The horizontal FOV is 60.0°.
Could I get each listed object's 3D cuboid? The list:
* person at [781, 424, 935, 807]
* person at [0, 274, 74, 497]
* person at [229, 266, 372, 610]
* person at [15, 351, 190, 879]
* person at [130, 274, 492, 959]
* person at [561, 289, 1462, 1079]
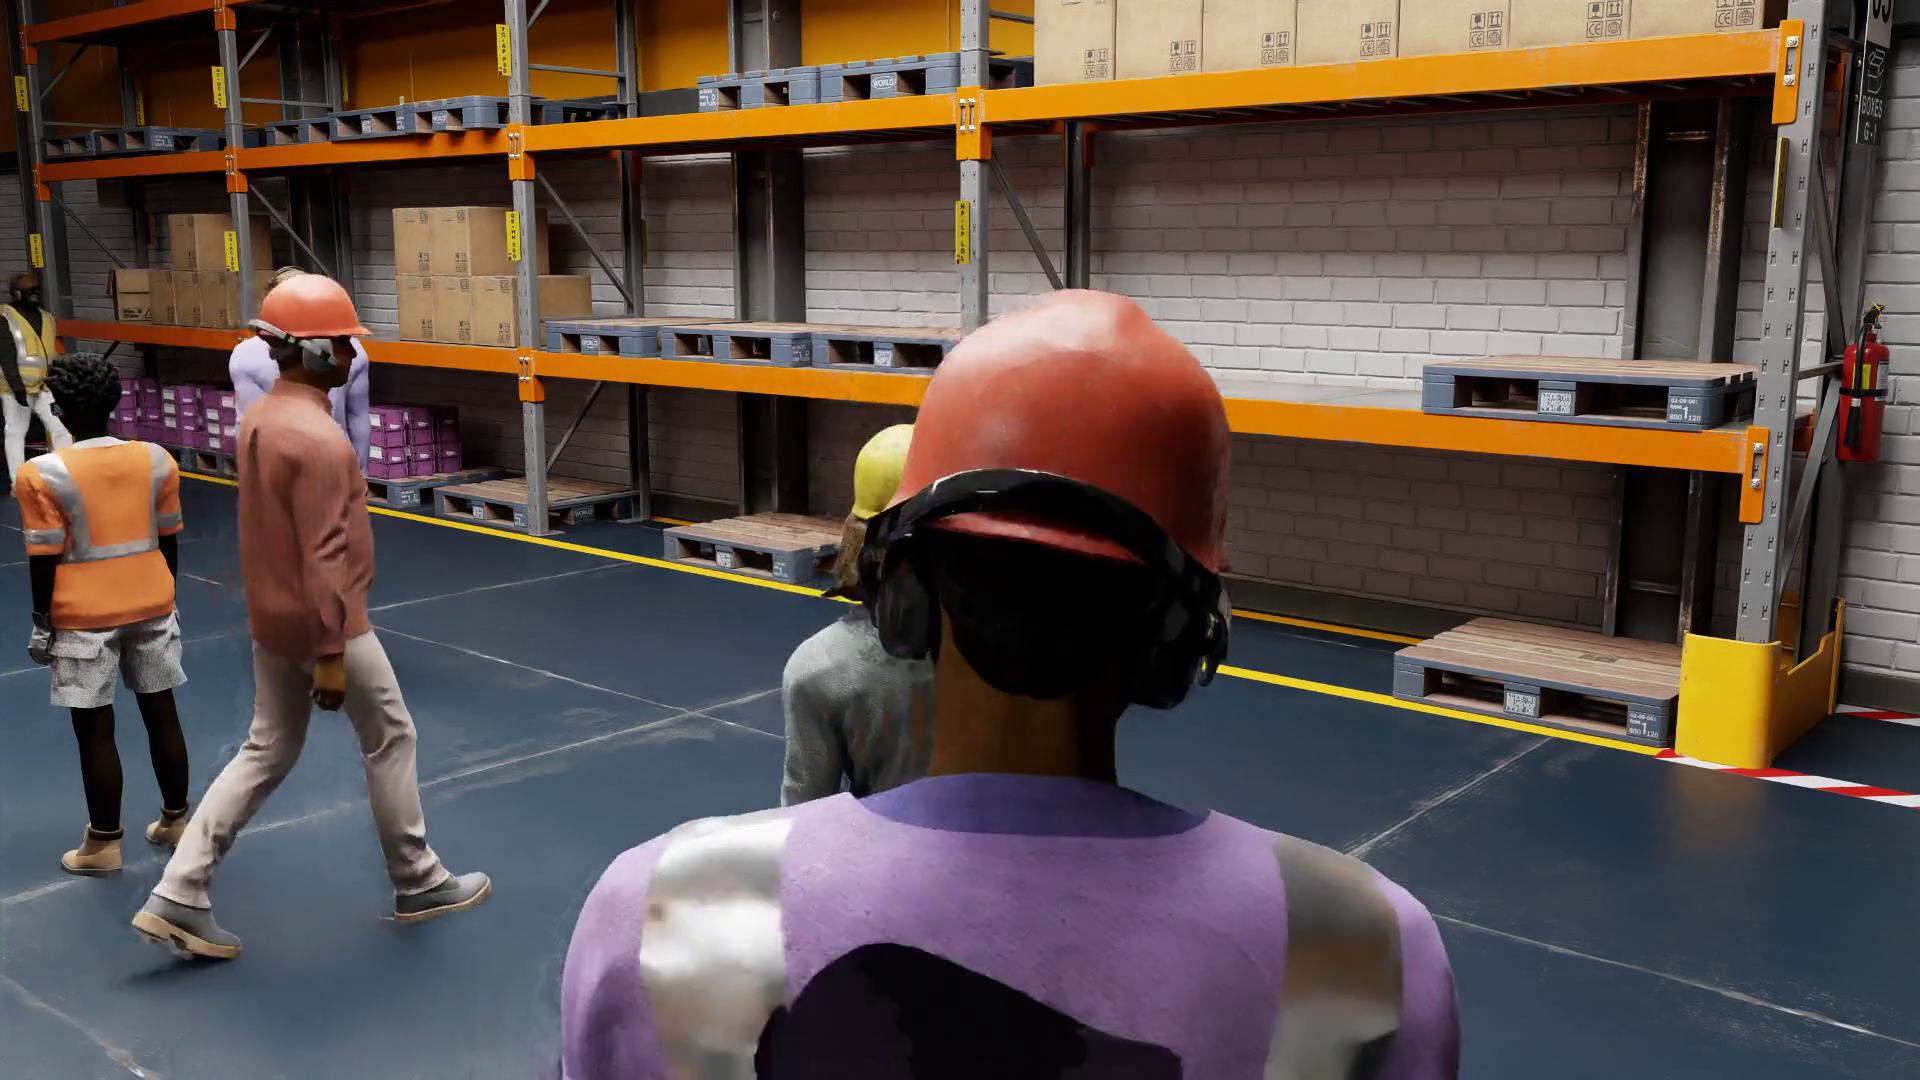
[{"bbox_3d":[-0.047,0.669,2.838,0.511,1.727,0.466,-2,10,-13],"label":"person"},{"bbox_3d":[-7.385,-1.217,13.368,0.859,1.806,0.627,4,11,21],"label":"person"},{"bbox_3d":[-3.043,-0.292,7.736,0.631,1.940,0.372,-9,14,-43],"label":"person"},{"bbox_3d":[-2.756,0.241,5.386,0.316,1.697,0.533,6,12,31],"label":"person"},{"bbox_3d":[-1.918,0.223,4.757,0.977,1.960,0.619,-9,13,-42],"label":"person"},{"bbox_3d":[0.040,0.850,1.105,0.628,2.006,0.753,-1,10,-7],"label":"person"}]
